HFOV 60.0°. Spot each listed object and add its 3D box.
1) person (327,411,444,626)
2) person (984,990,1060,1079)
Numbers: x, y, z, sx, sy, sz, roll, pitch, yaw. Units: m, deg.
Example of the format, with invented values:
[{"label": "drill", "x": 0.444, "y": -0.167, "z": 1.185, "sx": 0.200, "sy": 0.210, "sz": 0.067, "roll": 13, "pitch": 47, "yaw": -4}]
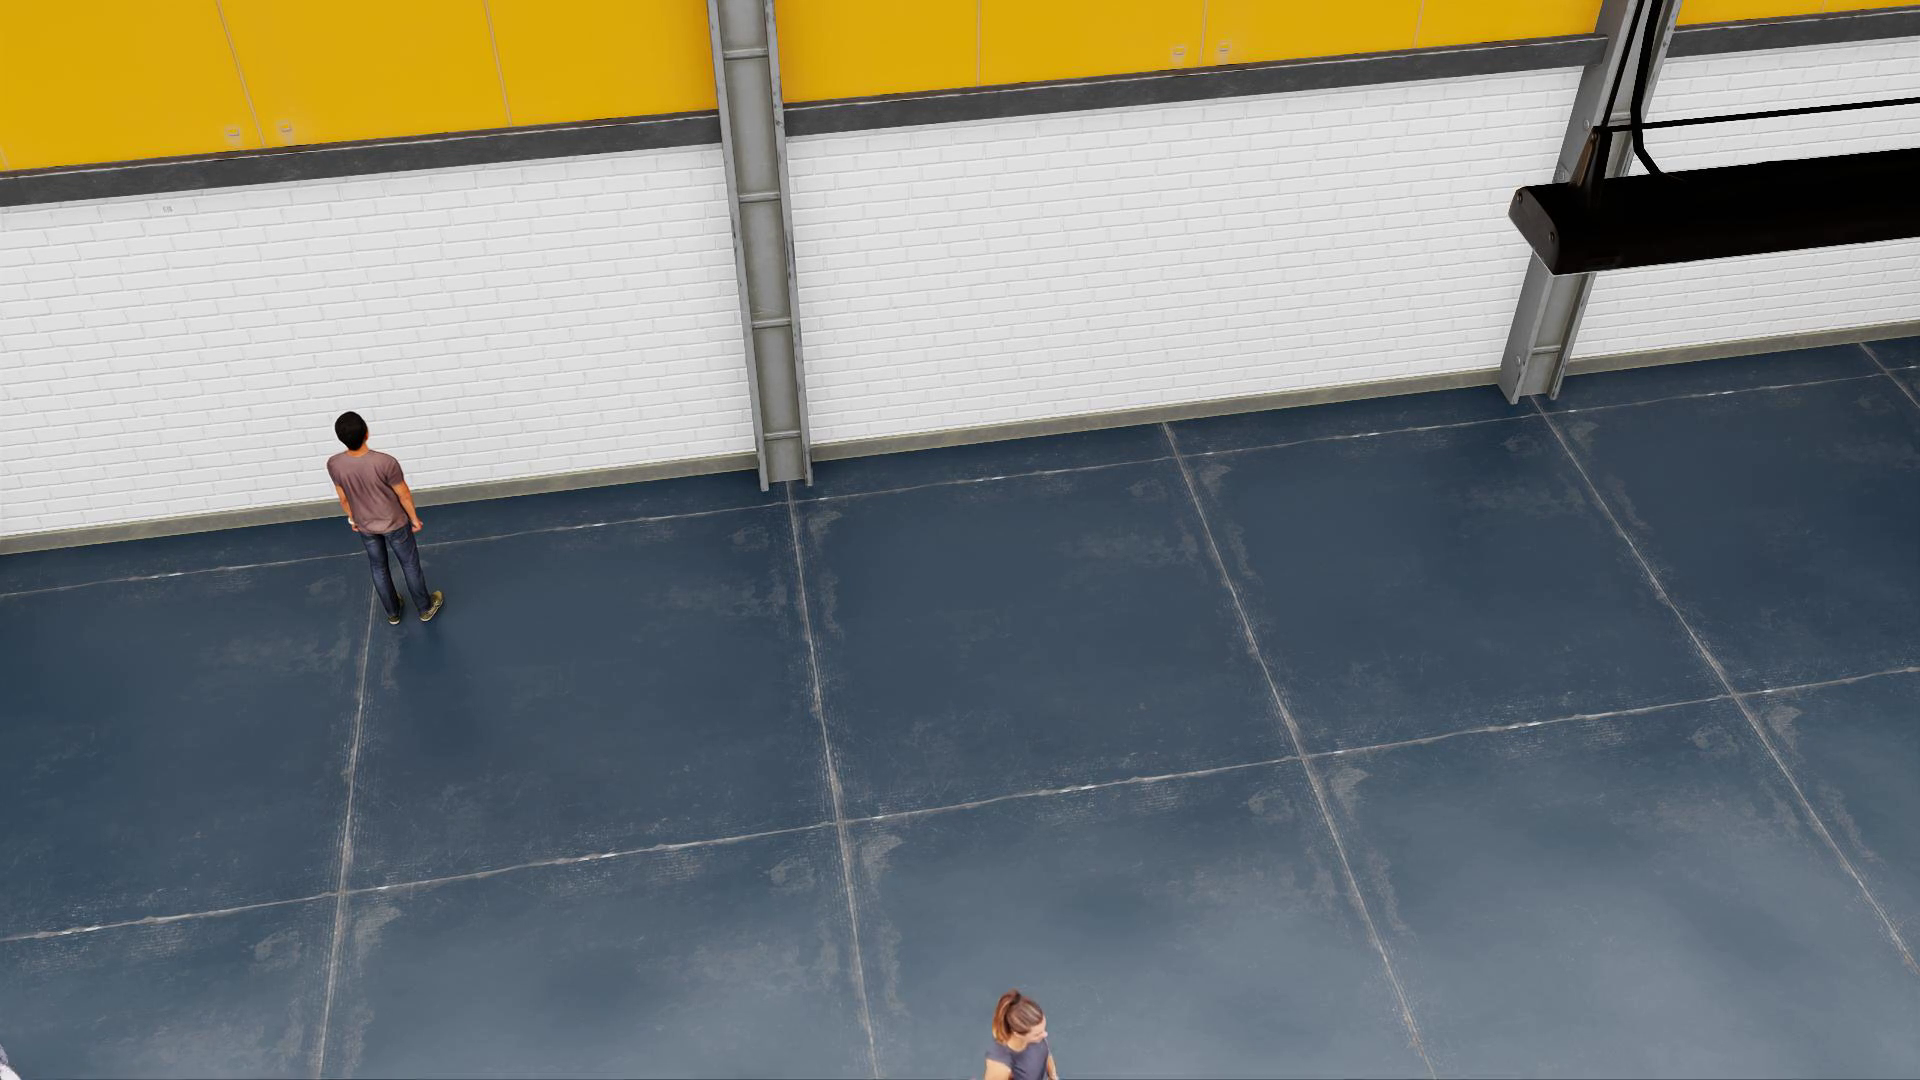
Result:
[{"label": "person", "x": -3.829, "y": -0.128, "z": 11.003, "sx": 0.519, "sy": 1.779, "sz": 0.707, "roll": -2, "pitch": 44, "yaw": -2}, {"label": "person", "x": 0.171, "y": 2.679, "z": 8.120, "sx": 1.119, "sy": 1.692, "sz": 0.967, "roll": 18, "pitch": 47, "yaw": 18}]
